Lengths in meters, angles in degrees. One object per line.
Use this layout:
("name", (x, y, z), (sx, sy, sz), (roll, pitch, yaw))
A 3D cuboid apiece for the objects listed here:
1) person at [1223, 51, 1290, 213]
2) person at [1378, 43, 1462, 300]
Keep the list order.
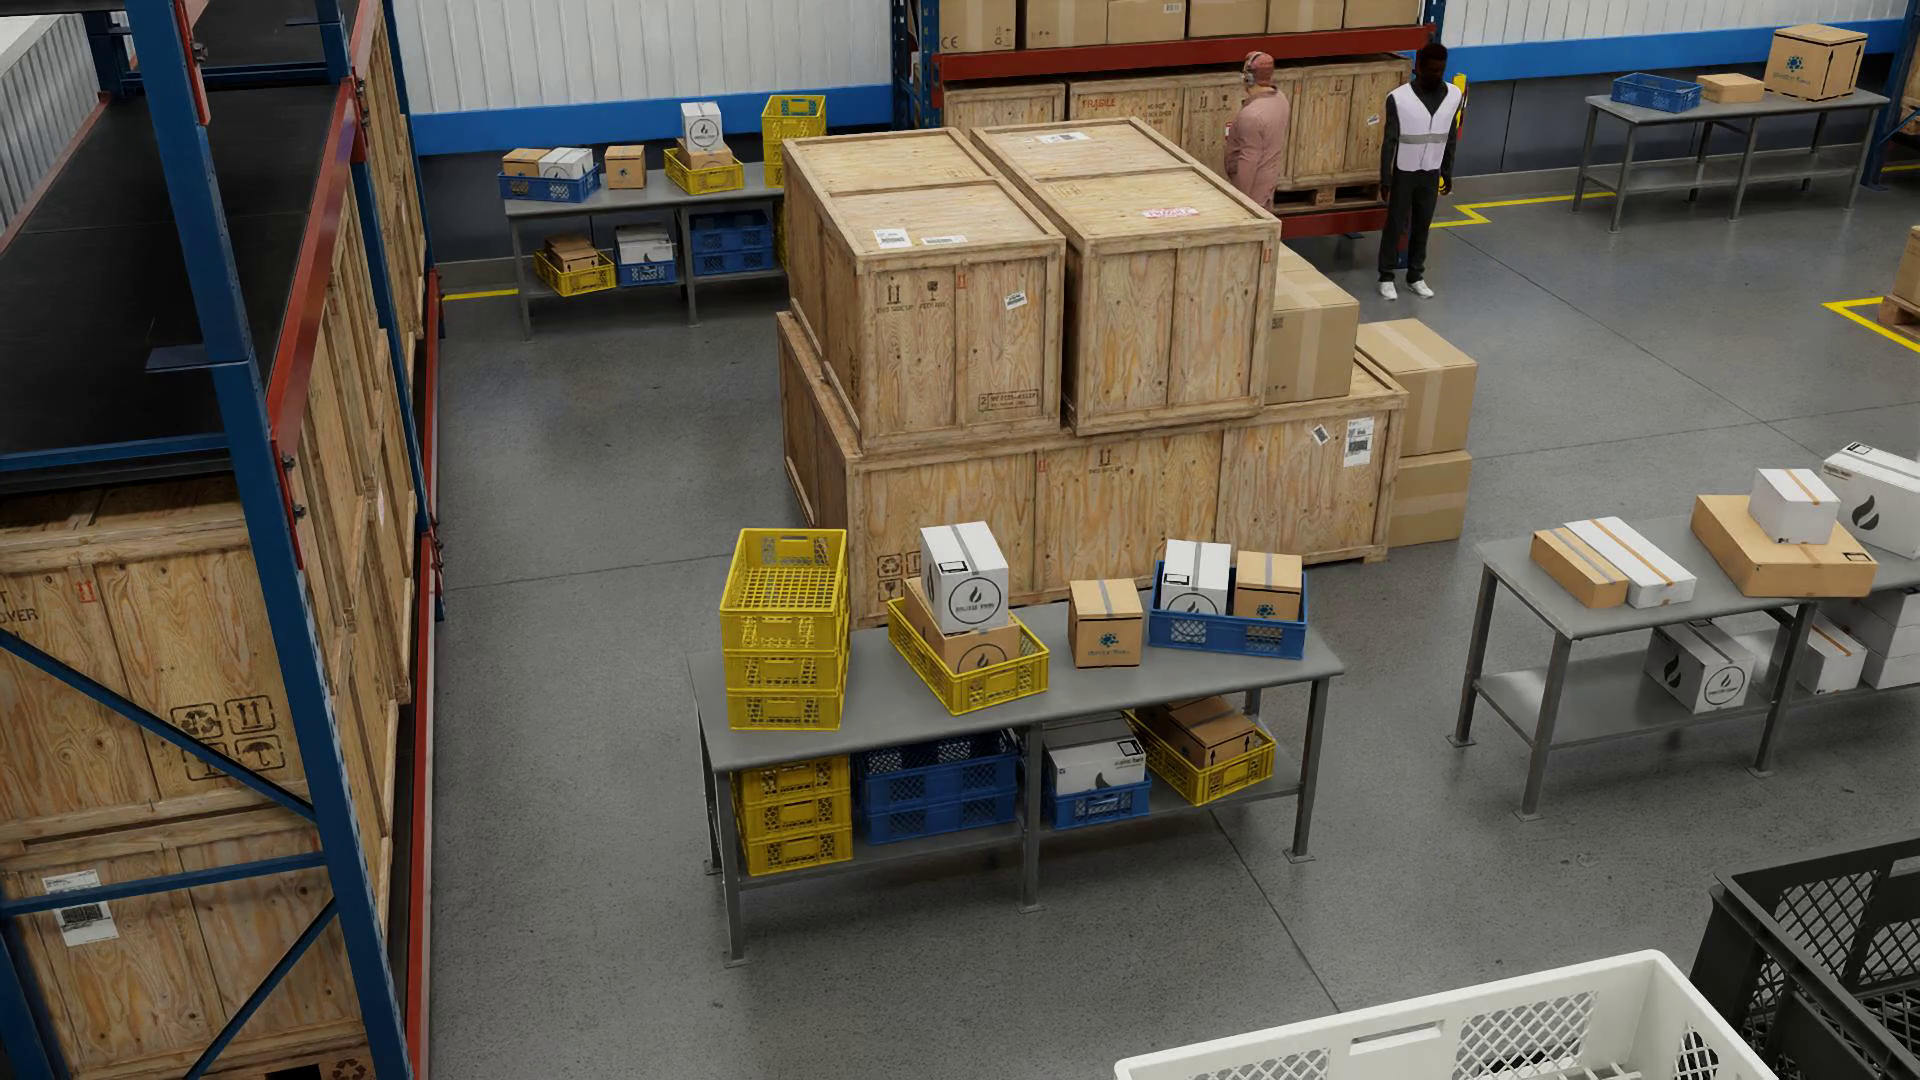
("person", (2.099, -2.574, 12.079), (0.403, 1.904, 0.651), (15, 32, 26))
("person", (3.386, -2.738, 12.380), (0.597, 1.908, 0.409), (-7, 30, -13))
